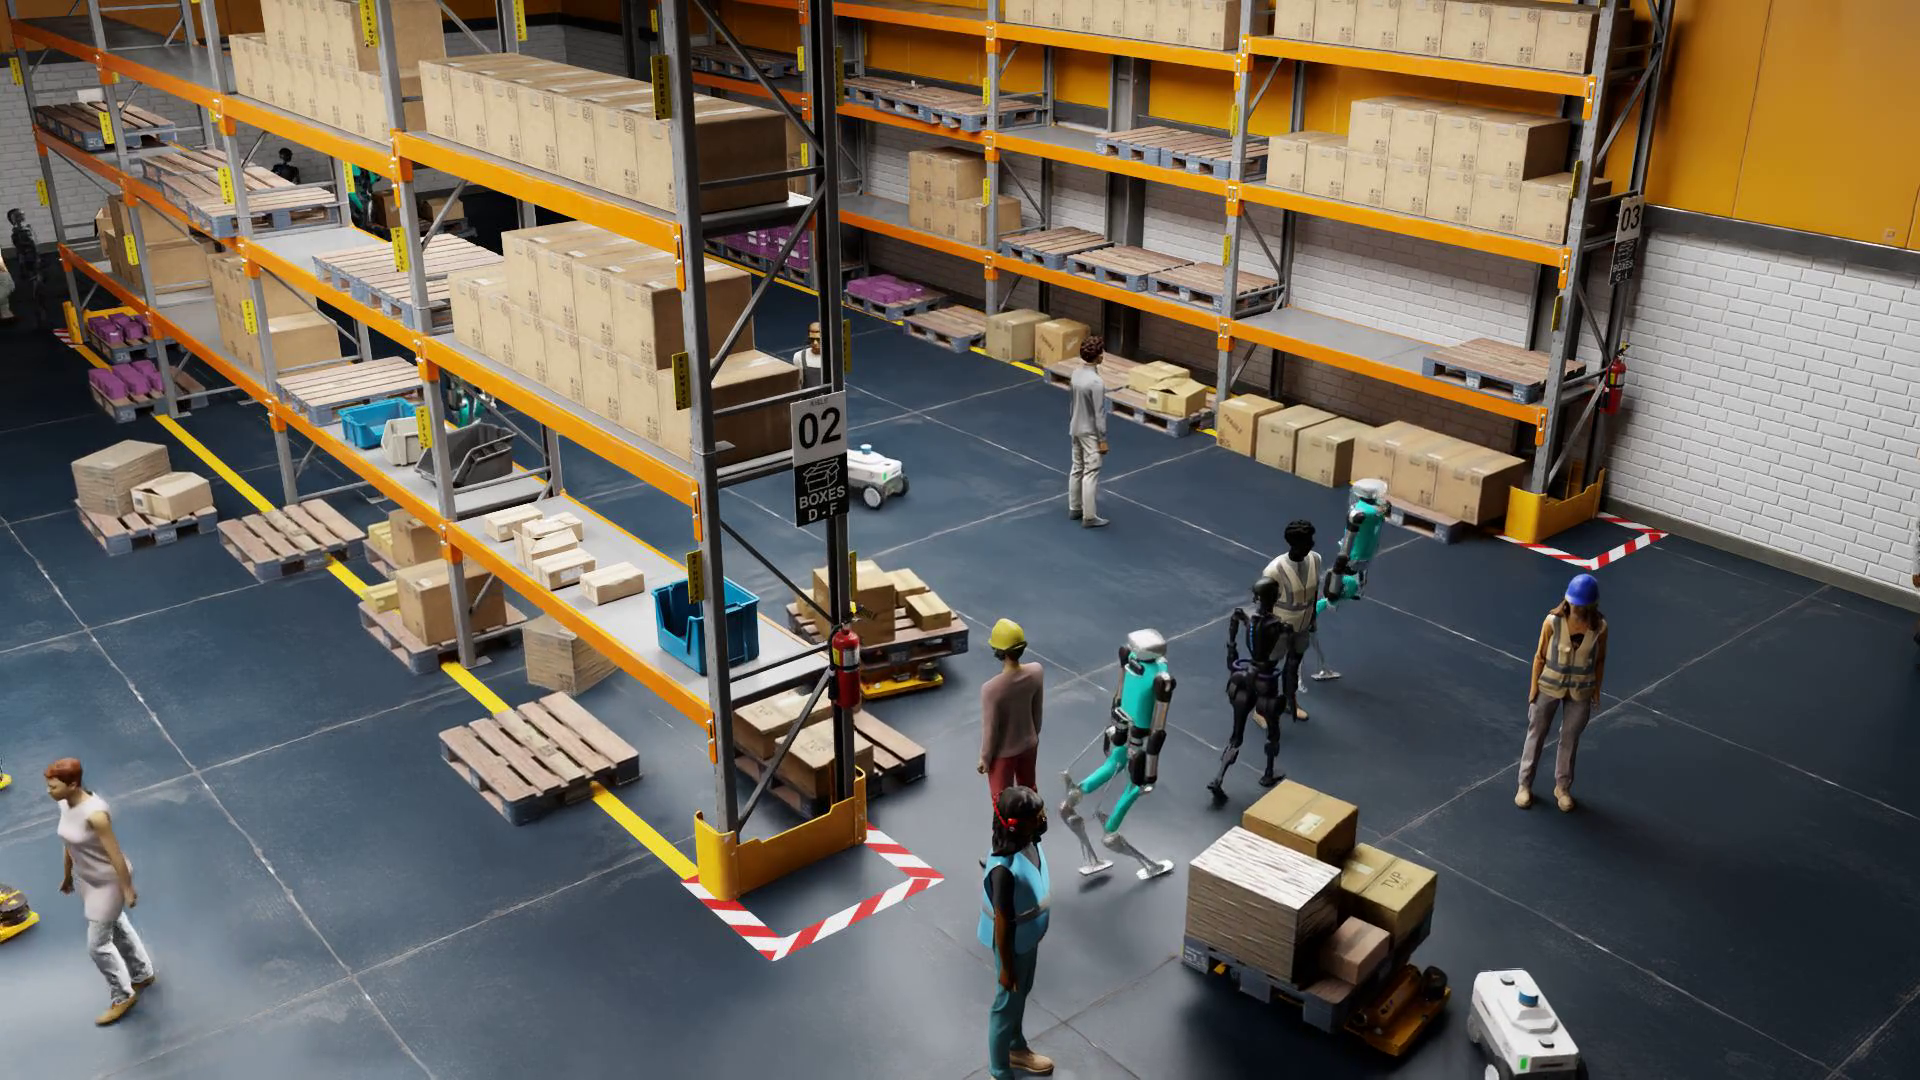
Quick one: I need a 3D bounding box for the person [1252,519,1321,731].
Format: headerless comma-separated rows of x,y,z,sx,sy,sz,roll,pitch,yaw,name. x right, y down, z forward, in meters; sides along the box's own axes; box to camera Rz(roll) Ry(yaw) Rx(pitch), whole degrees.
2.455,0.619,12.420,0.531,1.691,0.322,-14,27,-29,person

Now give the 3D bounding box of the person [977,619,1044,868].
0.310,1.322,10.696,0.532,1.765,0.328,-20,30,-39,person

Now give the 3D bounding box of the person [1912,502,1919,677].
7.835,0.181,13.174,0.633,1.902,0.560,3,23,6,person

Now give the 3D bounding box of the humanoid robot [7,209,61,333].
-12.432,-3.613,22.259,0.610,1.646,0.594,17,29,34,humanoid robot

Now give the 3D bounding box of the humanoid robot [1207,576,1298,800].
2.036,1.040,11.517,0.588,1.649,0.727,18,29,36,humanoid robot

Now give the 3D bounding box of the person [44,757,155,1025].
-4.897,1.966,9.353,0.479,1.638,0.570,15,28,32,person

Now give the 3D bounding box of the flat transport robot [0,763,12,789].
-7.525,1.672,11.772,1.431,0.231,0.659,9,25,20,flat transport robot

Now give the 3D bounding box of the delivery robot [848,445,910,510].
-0.921,-0.656,16.814,0.788,0.605,0.499,14,27,30,delivery robot

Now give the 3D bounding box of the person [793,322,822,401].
-1.408,-1.285,16.632,0.505,1.846,0.346,-1,23,-3,person

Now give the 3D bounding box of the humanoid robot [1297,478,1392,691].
2.897,0.310,13.052,0.742,1.756,0.620,20,30,38,humanoid robot

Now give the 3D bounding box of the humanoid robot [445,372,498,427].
-5.094,-1.471,17.211,0.530,1.792,0.807,-16,28,-33,humanoid robot

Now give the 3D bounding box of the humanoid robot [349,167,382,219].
-10.278,-6.304,28.459,1.030,1.767,0.537,12,26,26,humanoid robot

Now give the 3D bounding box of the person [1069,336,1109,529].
1.222,-1.037,16.000,0.407,1.892,0.537,-13,27,-28,person

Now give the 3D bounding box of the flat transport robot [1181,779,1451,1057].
2.085,2.516,9.818,1.431,0.231,0.659,18,29,36,flat transport robot

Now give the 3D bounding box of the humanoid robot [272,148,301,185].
-10.698,-5.363,26.324,0.616,1.634,0.648,7,24,16,humanoid robot

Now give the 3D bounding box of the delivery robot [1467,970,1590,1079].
3.062,2.688,9.042,0.499,0.581,0.777,-2,23,-5,delivery robot

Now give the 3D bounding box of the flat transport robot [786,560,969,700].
-0.717,0.872,13.624,0.659,0.231,1.431,-10,25,-21,flat transport robot

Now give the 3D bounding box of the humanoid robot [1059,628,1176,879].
0.931,1.426,10.515,0.797,1.771,0.538,-10,25,-23,humanoid robot

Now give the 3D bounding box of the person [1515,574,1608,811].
4.133,1.033,11.348,0.465,1.776,0.323,5,24,10,person

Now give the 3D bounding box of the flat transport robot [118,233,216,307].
-11.129,-3.464,23.665,1.431,0.231,0.659,-21,31,-40,flat transport robot

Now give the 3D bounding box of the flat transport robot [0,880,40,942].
-6.497,2.269,10.389,1.431,0.231,0.659,13,27,28,flat transport robot

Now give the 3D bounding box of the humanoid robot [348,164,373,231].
-9.808,-5.765,27.183,0.565,1.755,0.928,1,23,1,humanoid robot

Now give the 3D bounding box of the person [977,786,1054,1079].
0.298,2.113,8.737,0.387,1.866,0.534,8,25,17,person

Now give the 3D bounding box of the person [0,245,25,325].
-13.094,-3.800,22.433,0.522,1.861,0.590,-17,29,-35,person
